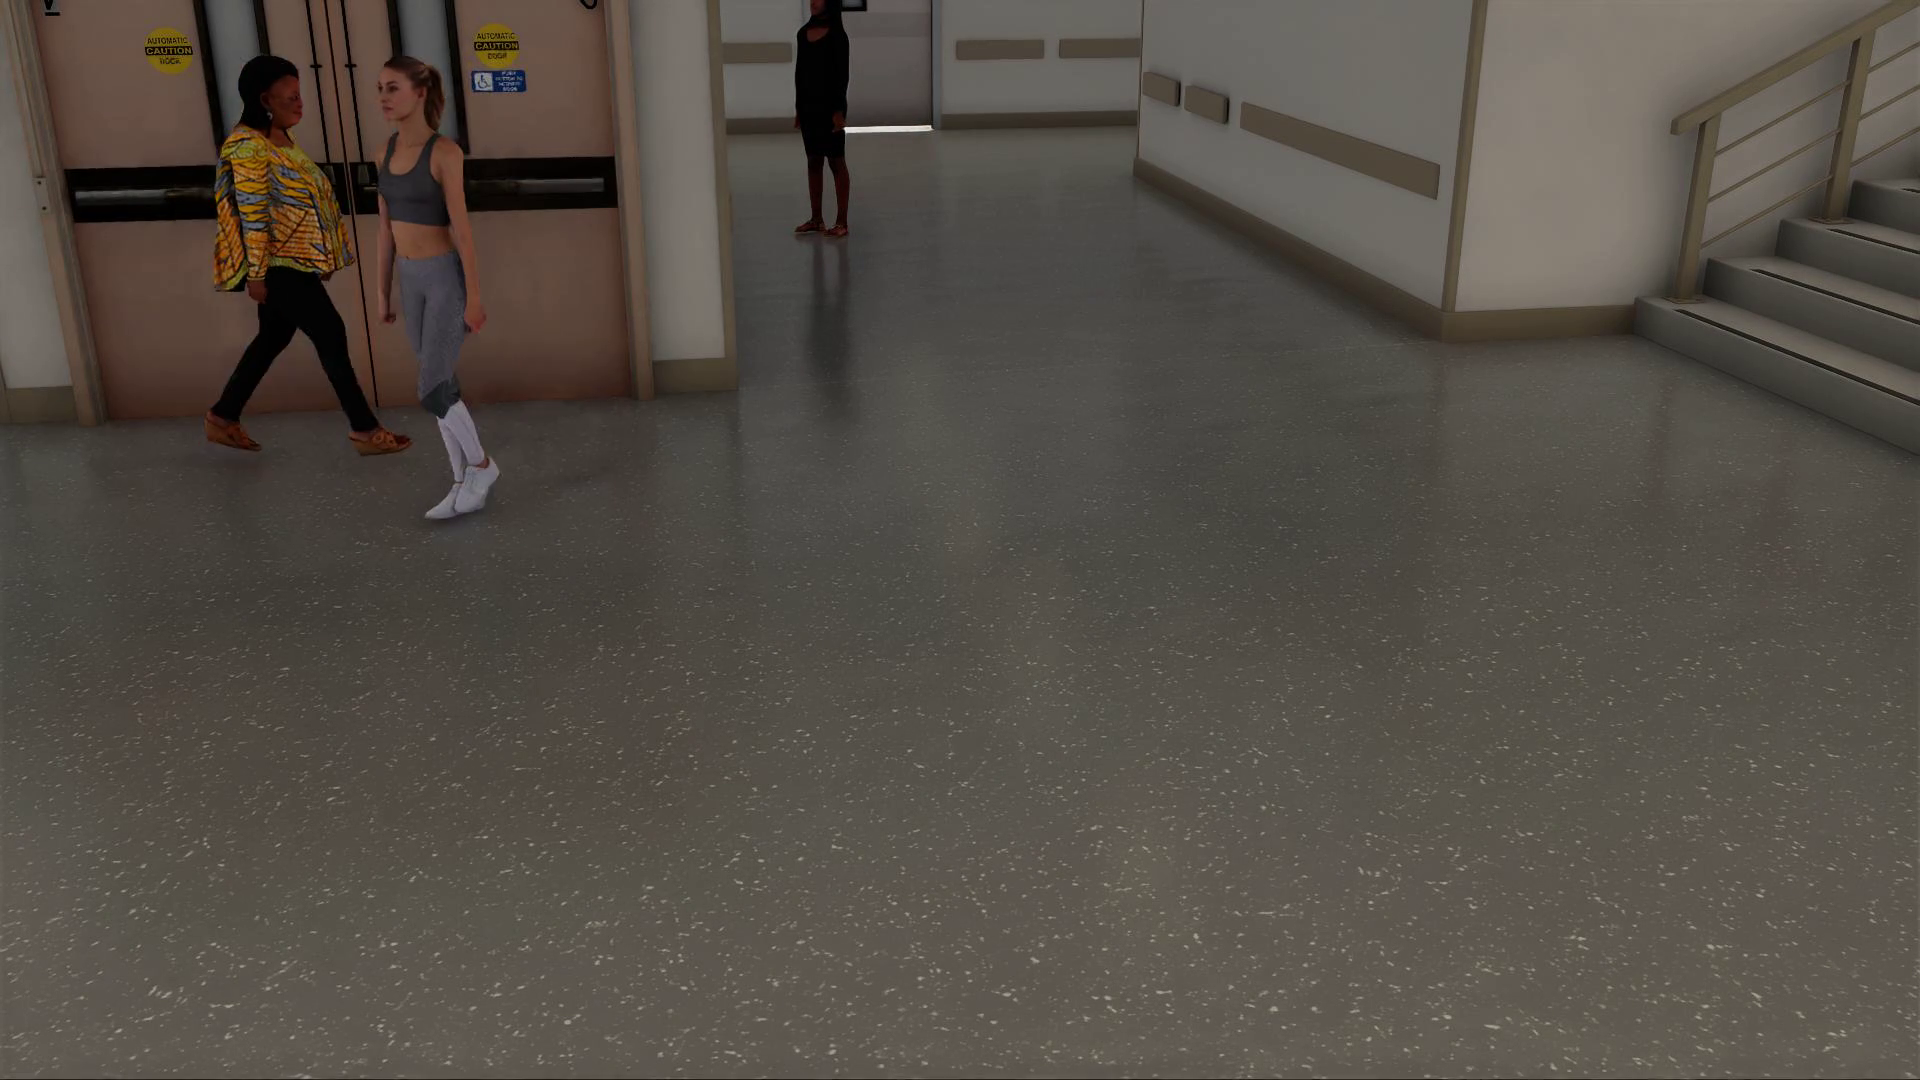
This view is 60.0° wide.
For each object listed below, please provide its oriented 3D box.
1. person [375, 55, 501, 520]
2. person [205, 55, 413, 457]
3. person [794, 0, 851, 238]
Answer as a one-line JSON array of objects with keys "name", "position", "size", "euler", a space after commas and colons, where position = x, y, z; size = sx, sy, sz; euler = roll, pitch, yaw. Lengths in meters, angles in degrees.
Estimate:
[{"name": "person", "position": [-1.876, -0.915, 6.146], "size": [0.705, 1.699, 0.770], "euler": [12, 24, 29]}, {"name": "person", "position": [-2.804, -1.072, 6.685], "size": [1.032, 1.612, 0.681], "euler": [-3, 21, -8]}, {"name": "person", "position": [-0.953, -2.996, 11.612], "size": [0.678, 1.720, 0.729], "euler": [15, 25, 34]}]
